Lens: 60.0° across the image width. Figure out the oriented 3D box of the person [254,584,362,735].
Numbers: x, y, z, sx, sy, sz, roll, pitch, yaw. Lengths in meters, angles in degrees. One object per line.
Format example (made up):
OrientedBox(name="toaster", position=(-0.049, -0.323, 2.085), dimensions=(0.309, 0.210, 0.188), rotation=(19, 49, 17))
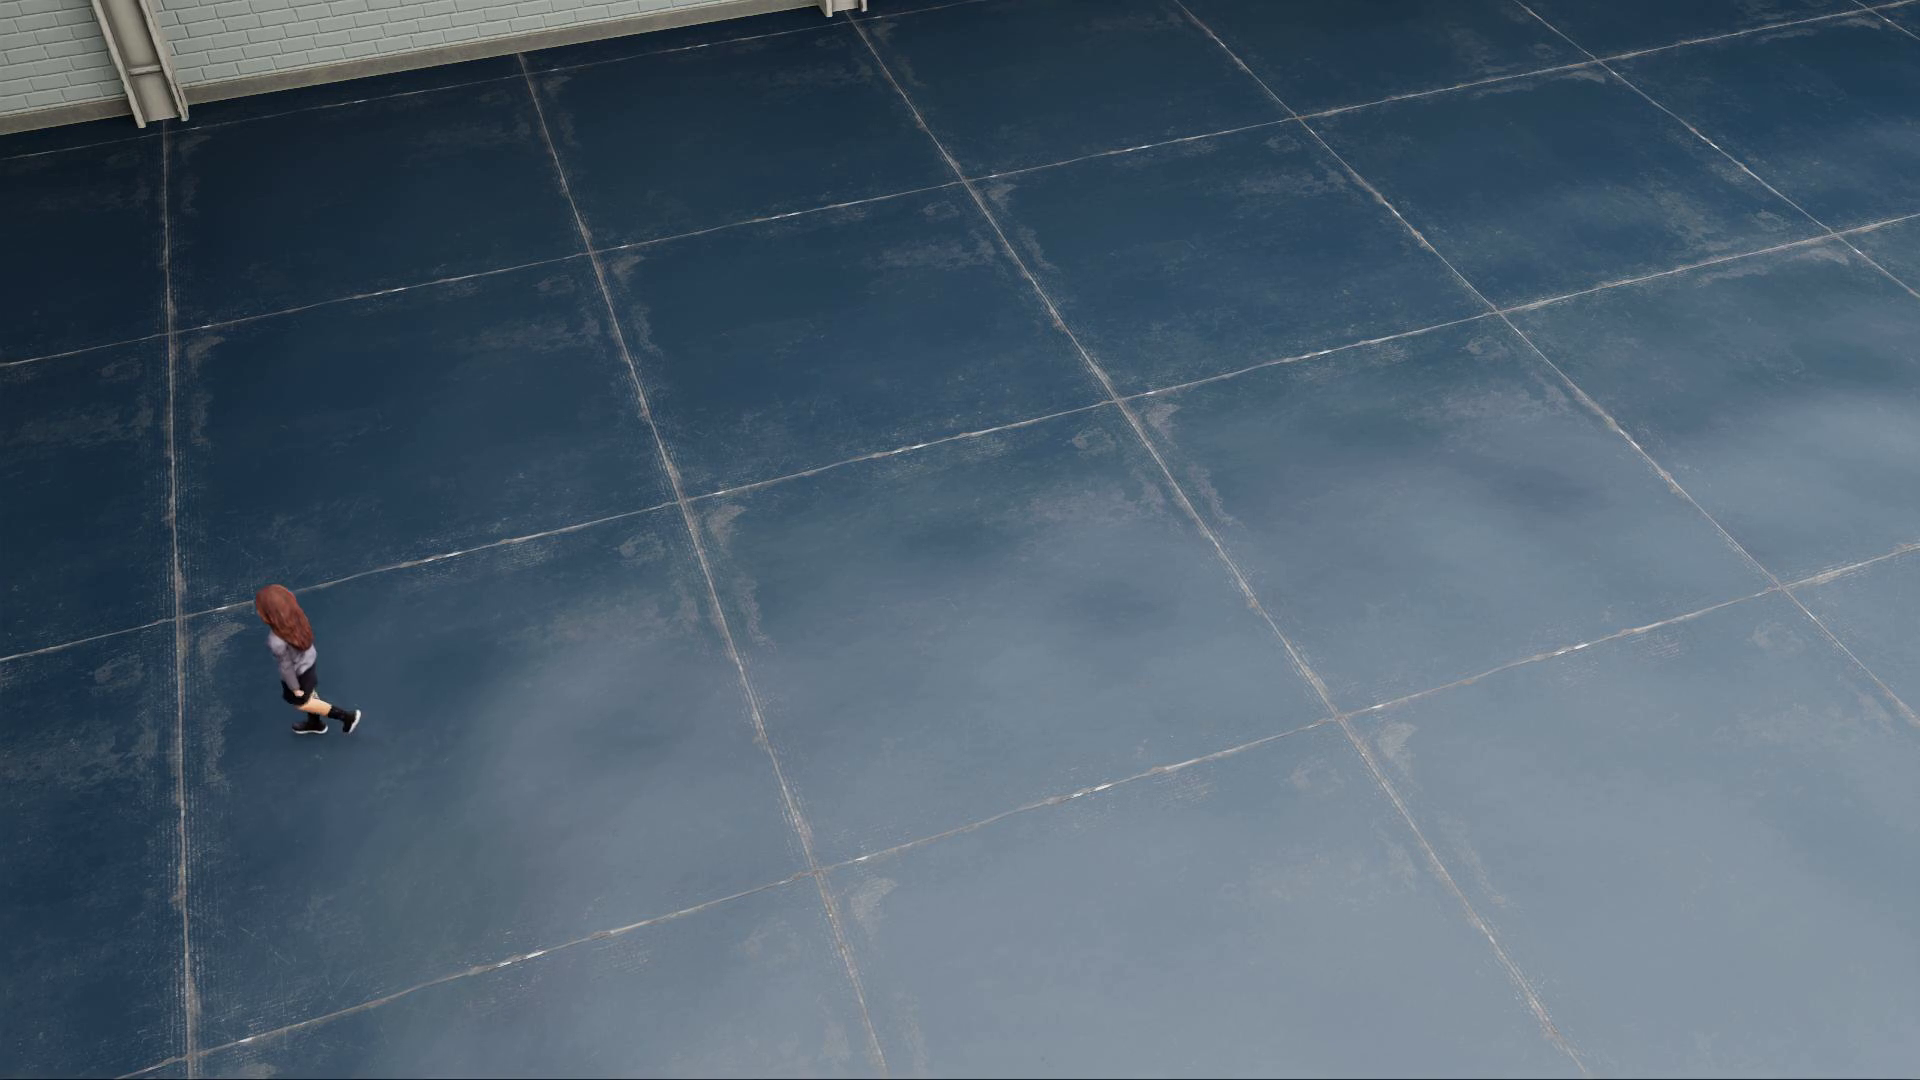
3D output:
OrientedBox(name="person", position=(-3.433, 0.649, 8.715), dimensions=(0.706, 1.097, 0.584), rotation=(0, 43, 0))
